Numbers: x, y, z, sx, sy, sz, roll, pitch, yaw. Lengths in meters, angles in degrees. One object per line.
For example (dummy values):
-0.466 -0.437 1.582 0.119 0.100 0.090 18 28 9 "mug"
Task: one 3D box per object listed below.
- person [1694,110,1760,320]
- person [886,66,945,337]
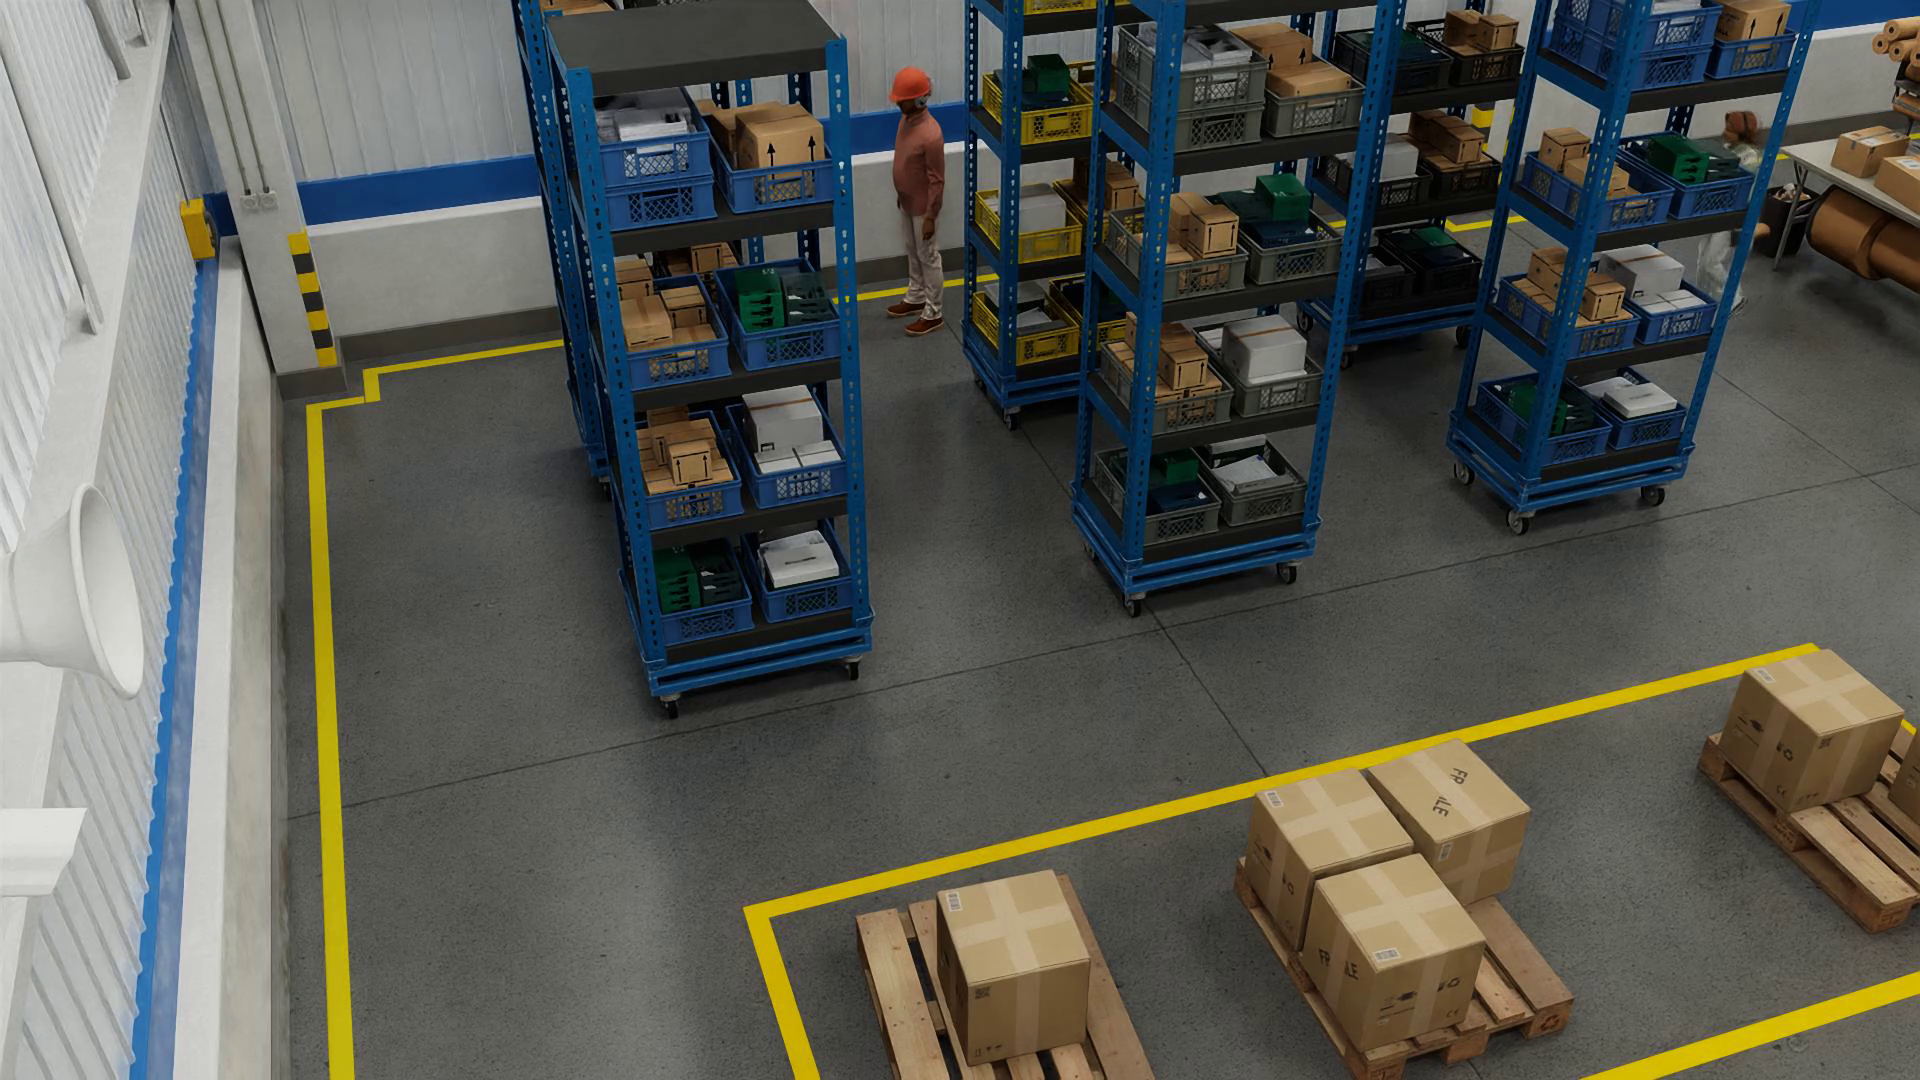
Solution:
5.610 -2.349 12.182 0.382 1.627 0.553 -2 35 -3 "person"
-0.315 -2.448 12.021 0.384 1.992 0.609 -15 38 -20 "person"
